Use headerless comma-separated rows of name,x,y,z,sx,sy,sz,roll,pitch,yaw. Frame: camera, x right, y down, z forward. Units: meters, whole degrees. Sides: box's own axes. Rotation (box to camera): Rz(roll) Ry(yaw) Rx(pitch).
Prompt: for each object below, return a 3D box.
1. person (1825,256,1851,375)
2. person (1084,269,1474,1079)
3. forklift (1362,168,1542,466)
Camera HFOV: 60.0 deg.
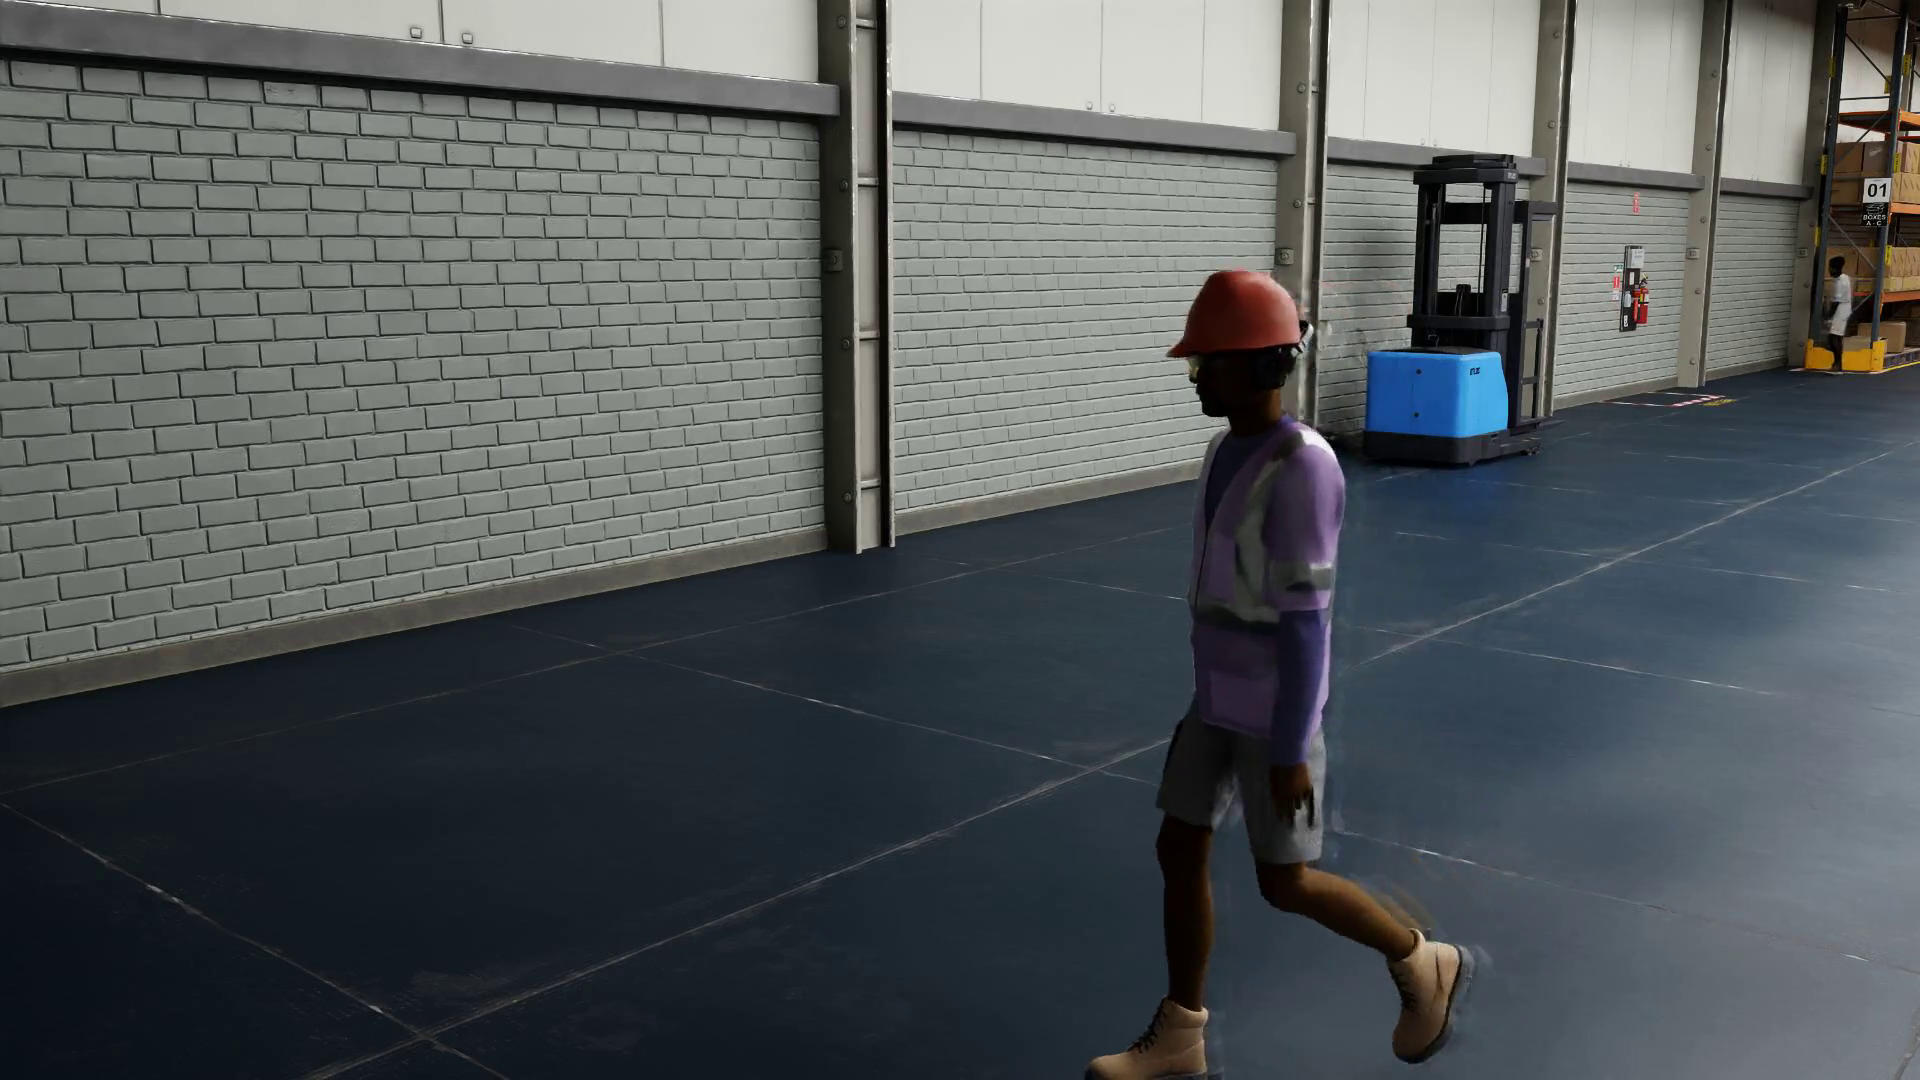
person,14.288,-3.650,27.095,0.369,1.926,0.714,7,12,35
person,0.787,0.365,3.975,0.898,2.011,0.616,-3,10,-14
forklift,4.875,-2.212,16.287,1.129,2.768,1.873,8,13,40
